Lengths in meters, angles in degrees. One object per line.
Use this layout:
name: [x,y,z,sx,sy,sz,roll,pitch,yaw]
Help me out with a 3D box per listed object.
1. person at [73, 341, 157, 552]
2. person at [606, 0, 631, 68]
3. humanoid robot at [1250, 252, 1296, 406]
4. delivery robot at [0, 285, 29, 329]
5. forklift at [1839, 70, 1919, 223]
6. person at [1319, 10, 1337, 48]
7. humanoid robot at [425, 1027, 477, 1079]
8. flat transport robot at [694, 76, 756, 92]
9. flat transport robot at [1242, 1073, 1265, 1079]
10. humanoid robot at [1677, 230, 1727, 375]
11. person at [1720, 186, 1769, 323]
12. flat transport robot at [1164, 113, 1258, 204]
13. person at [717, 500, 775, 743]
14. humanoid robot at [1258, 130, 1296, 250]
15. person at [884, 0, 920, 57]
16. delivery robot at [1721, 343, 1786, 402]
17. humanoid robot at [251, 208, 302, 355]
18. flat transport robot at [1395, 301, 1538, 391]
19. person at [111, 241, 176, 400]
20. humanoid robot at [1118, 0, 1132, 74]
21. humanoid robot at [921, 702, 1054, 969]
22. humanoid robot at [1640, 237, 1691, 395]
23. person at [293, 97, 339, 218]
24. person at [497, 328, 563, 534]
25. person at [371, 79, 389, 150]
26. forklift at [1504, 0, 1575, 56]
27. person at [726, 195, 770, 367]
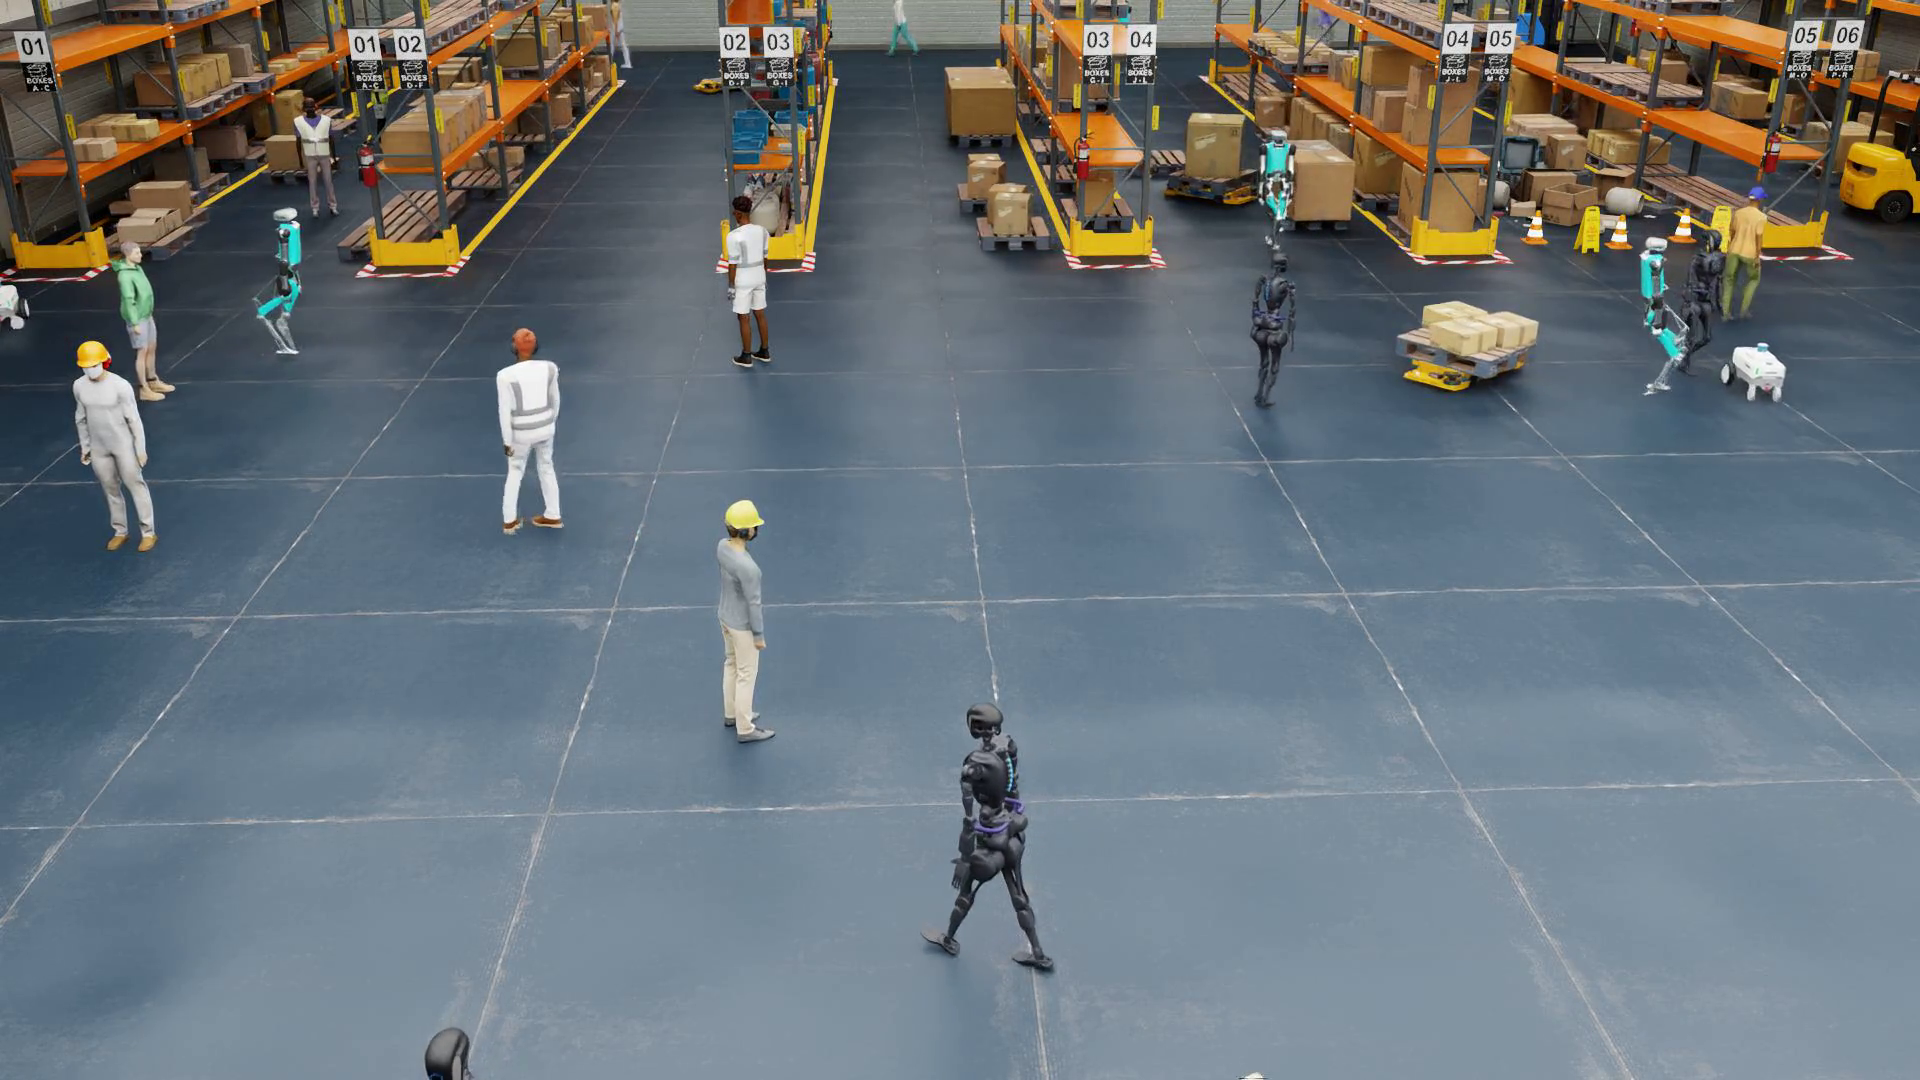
person: [-7.286,-0.807,14.301,0.569,1.889,0.388,1,24,3]
person: [-8.467,-12.438,40.506,0.894,1.827,0.518,5,25,12]
humanoid robot: [3.332,-2.261,17.850,0.485,1.650,0.596,-19,30,-37]
delivery robot: [-11.942,-2.928,20.723,0.512,0.613,0.784,-9,26,-19]
forklift: [15.132,-6.143,25.915,2.313,2.155,1.214,-1,24,-2]
person: [9.214,-12.806,41.392,0.621,1.773,0.632,-3,24,-8]
humanoid robot: [-1.970,2.652,6.781,0.601,1.656,0.334,0,24,1]
flat transport robot: [-5.249,-10.333,37.690,1.431,0.231,0.659,-16,28,-31]
flat transport robot: [1.248,3.319,7.014,1.431,0.231,0.659,-15,28,-31]
humanoid robot: [8.372,-2.708,18.838,0.589,1.649,0.394,-11,26,-24]
person: [9.812,-3.560,20.701,0.619,1.694,0.482,-17,29,-34]
flat transport robot: [4.148,-5.747,27.387,1.431,0.231,0.659,18,30,35]
person: [-1.476,0.551,11.405,0.335,1.756,0.516,-14,28,-29]
humanoid robot: [4.548,-4.908,23.709,0.540,1.730,1.023,-2,24,-4]
person: [-1.474,-13.178,42.300,0.876,1.715,0.563,-6,25,-13]
delivery robot: [8.787,-1.877,18.336,0.499,0.594,0.778,1,24,3]
humanoid robot: [-7.934,-2.897,19.300,0.746,1.888,0.538,-2,24,-4]
flat transport robot: [5.745,-1.997,18.959,1.431,0.231,0.659,-20,31,-38]
person: [-8.876,-2.377,18.013,0.328,1.735,0.505,-2,24,-4]
humanoid robot: [4.028,-11.844,39.296,0.550,1.762,0.974,-15,28,-29]
humanoid robot: [0.160,1.620,9.149,0.771,1.621,0.611,14,28,29]
humanoid robot: [7.704,-2.382,18.072,0.816,1.807,0.535,3,24,7]
person: [-10.035,-5.979,25.969,0.569,1.843,0.373,-12,27,-25]
person: [-3.799,-0.950,14.644,0.627,1.866,0.433,-17,29,-33]
person: [-10.817,-8.169,31.066,0.316,1.698,0.539,-4,24,-8]
forklift: [14.700,-13.805,42.301,1.873,2.768,1.129,-1,24,-2]
person: [-2.430,-2.969,19.078,0.379,1.958,0.596,18,30,35]
